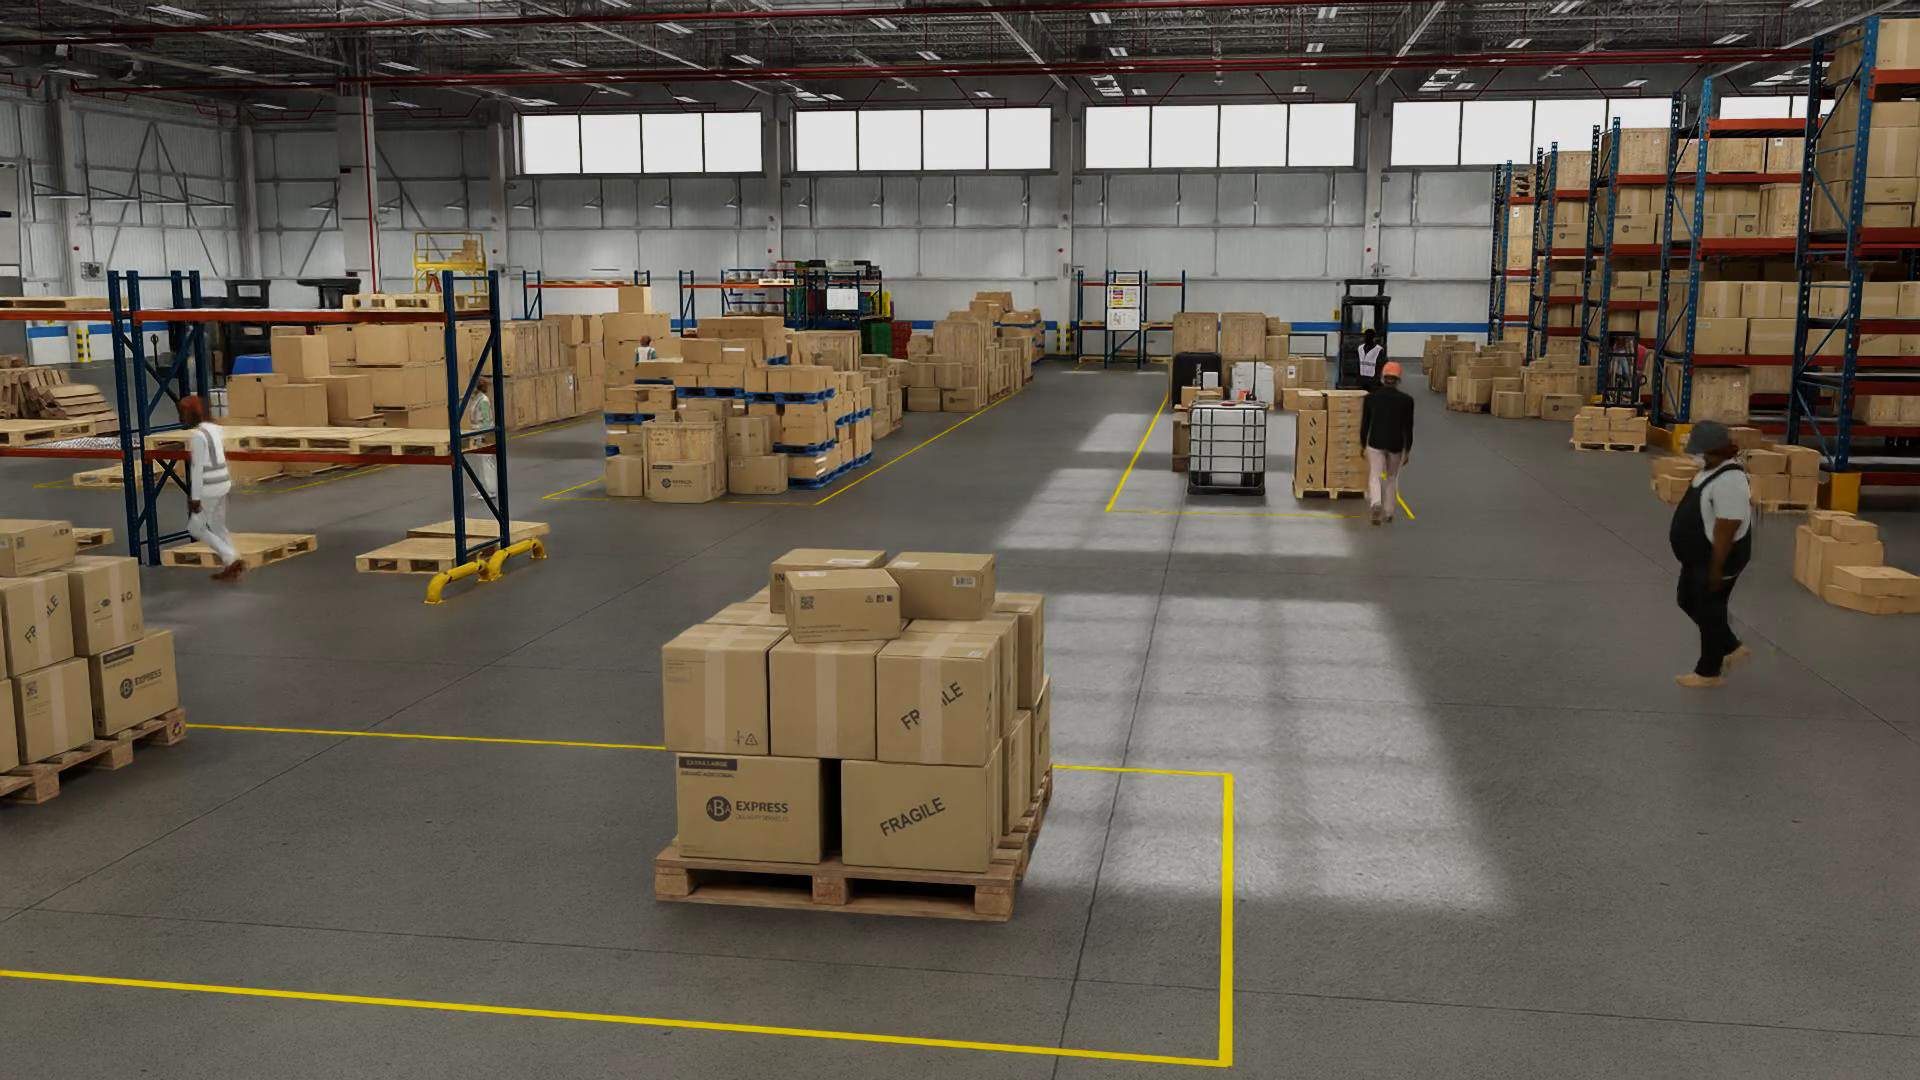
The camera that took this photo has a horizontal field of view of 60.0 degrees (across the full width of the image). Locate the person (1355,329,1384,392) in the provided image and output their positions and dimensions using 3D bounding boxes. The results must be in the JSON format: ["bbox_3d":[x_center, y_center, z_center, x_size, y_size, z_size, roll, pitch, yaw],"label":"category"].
[{"bbox_3d":[7.985,-3.161,32.410,0.389,1.910,0.591,-7,11,-36],"label":"person"}]

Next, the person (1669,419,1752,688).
[{"bbox_3d":[5.404,0.083,11.985,0.553,2.000,0.770,2,10,15],"label":"person"}]

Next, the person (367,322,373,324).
[{"bbox_3d":[-12.421,-3.624,35.159,0.632,1.940,0.372,4,10,22],"label":"person"}]

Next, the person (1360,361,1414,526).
[{"bbox_3d":[5.043,-1.128,19.660,0.611,1.975,0.808,2,9,10],"label":"person"}]

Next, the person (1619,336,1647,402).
[{"bbox_3d":[13.056,-3.124,32.378,0.636,1.840,0.429,-6,11,-31],"label":"person"}]

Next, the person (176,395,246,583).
[{"bbox_3d":[-7.193,-0.467,15.940,0.473,1.855,0.673,-1,9,-8],"label":"person"}]

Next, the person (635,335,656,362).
[{"bbox_3d":[-6.785,-3.606,35.982,0.521,1.636,0.311,3,10,20],"label":"person"}]

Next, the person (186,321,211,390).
[{"bbox_3d":[-17.732,-4.156,38.520,0.636,1.905,0.888,2,9,10],"label":"person"}]

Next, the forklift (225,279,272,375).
[{"bbox_3d":[-16.303,-4.603,38.304,1.873,2.768,1.129,7,11,36],"label":"forklift"}]

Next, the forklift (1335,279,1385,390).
[{"bbox_3d":[9.678,-4.875,39.981,1.129,2.768,1.873,1,9,9],"label":"forklift"}]

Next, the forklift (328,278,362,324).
[{"bbox_3d":[-15.872,-5.380,43.097,1.129,2.768,1.873,5,11,30],"label":"forklift"}]

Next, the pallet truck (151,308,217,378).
[{"bbox_3d":[-21.869,-5.598,47.154,0.823,1.965,1.885,4,10,26],"label":"pallet truck"}]

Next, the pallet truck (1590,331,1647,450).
[{"bbox_3d":[11.253,-2.573,28.499,0.823,1.965,1.885,5,10,27],"label":"pallet truck"}]

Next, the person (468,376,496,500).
[{"bbox_3d":[-6.342,-1.357,22.091,0.315,1.641,0.515,-5,10,-26],"label":"person"}]
